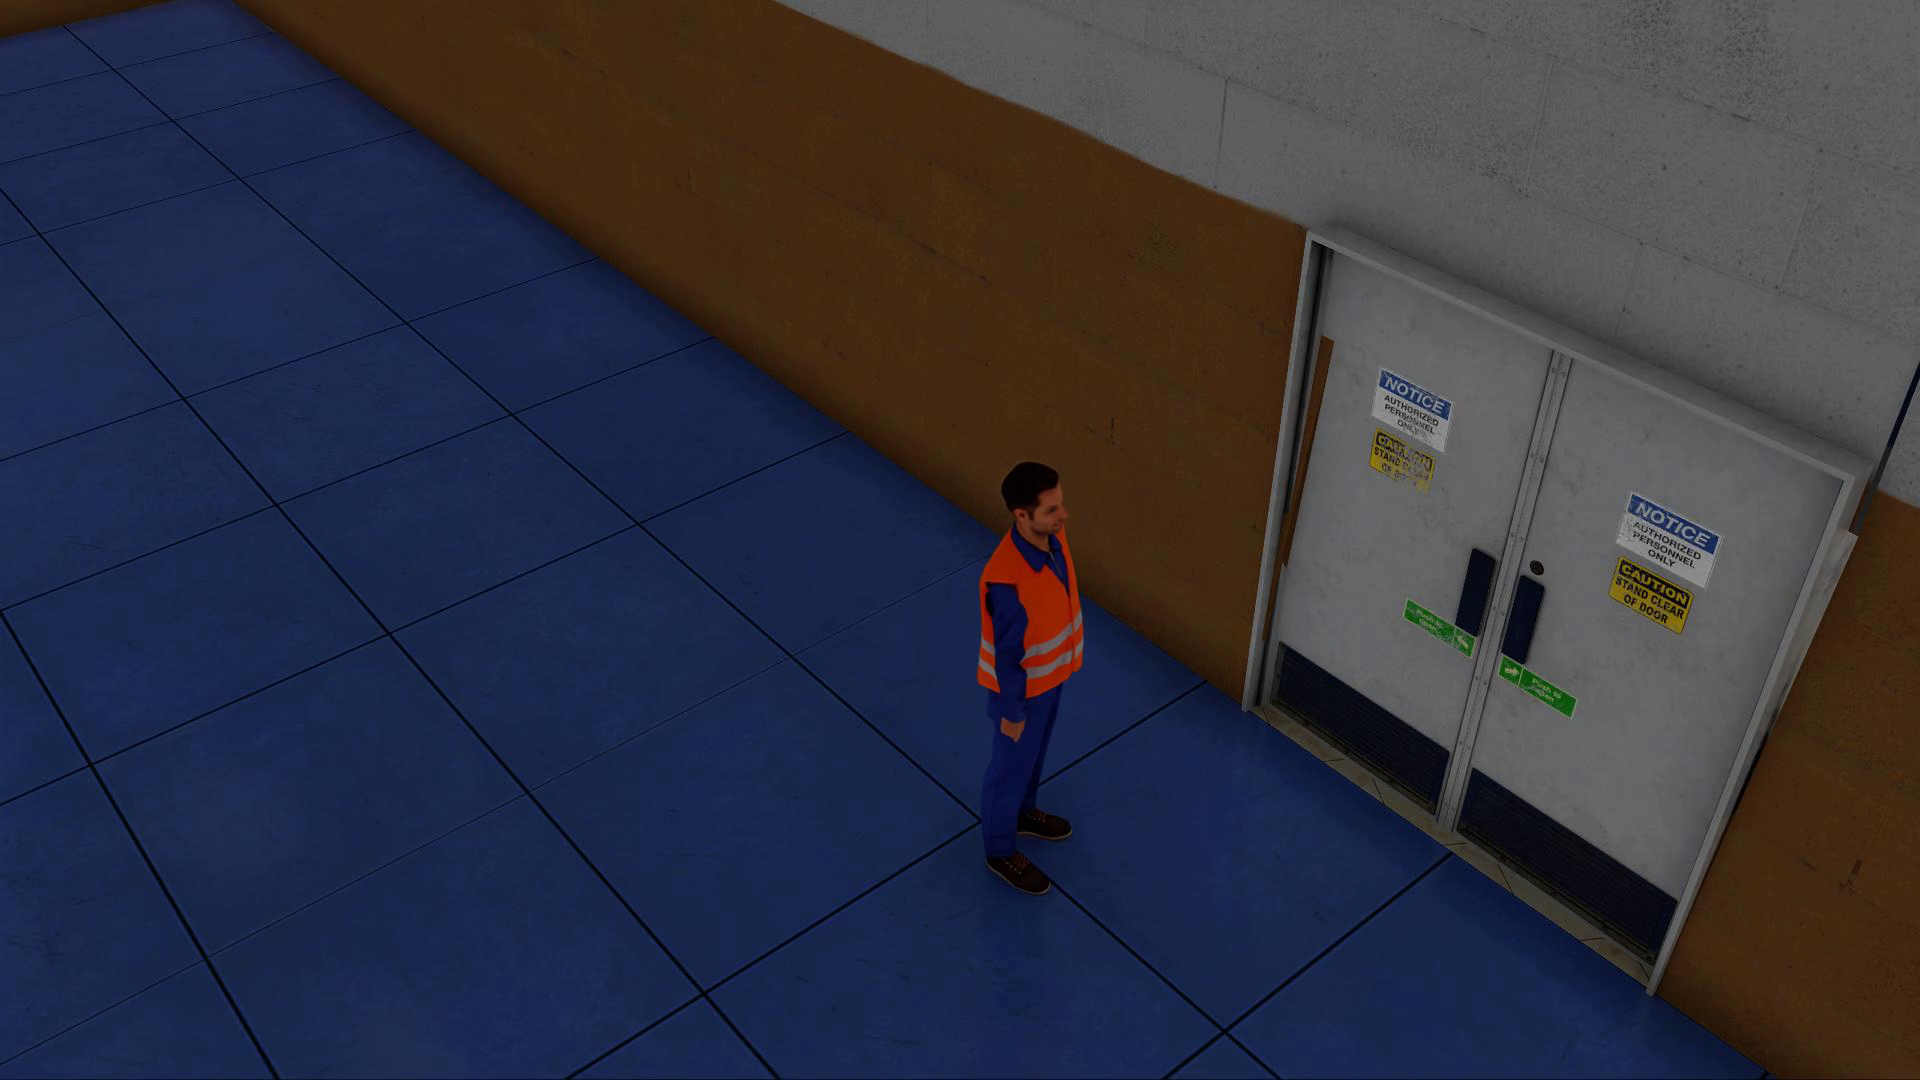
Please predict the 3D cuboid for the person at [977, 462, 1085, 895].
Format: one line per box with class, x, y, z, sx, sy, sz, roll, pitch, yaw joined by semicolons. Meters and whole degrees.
person;0.246;0.489;6.069;0.850;1.864;0.726;13;39;17
